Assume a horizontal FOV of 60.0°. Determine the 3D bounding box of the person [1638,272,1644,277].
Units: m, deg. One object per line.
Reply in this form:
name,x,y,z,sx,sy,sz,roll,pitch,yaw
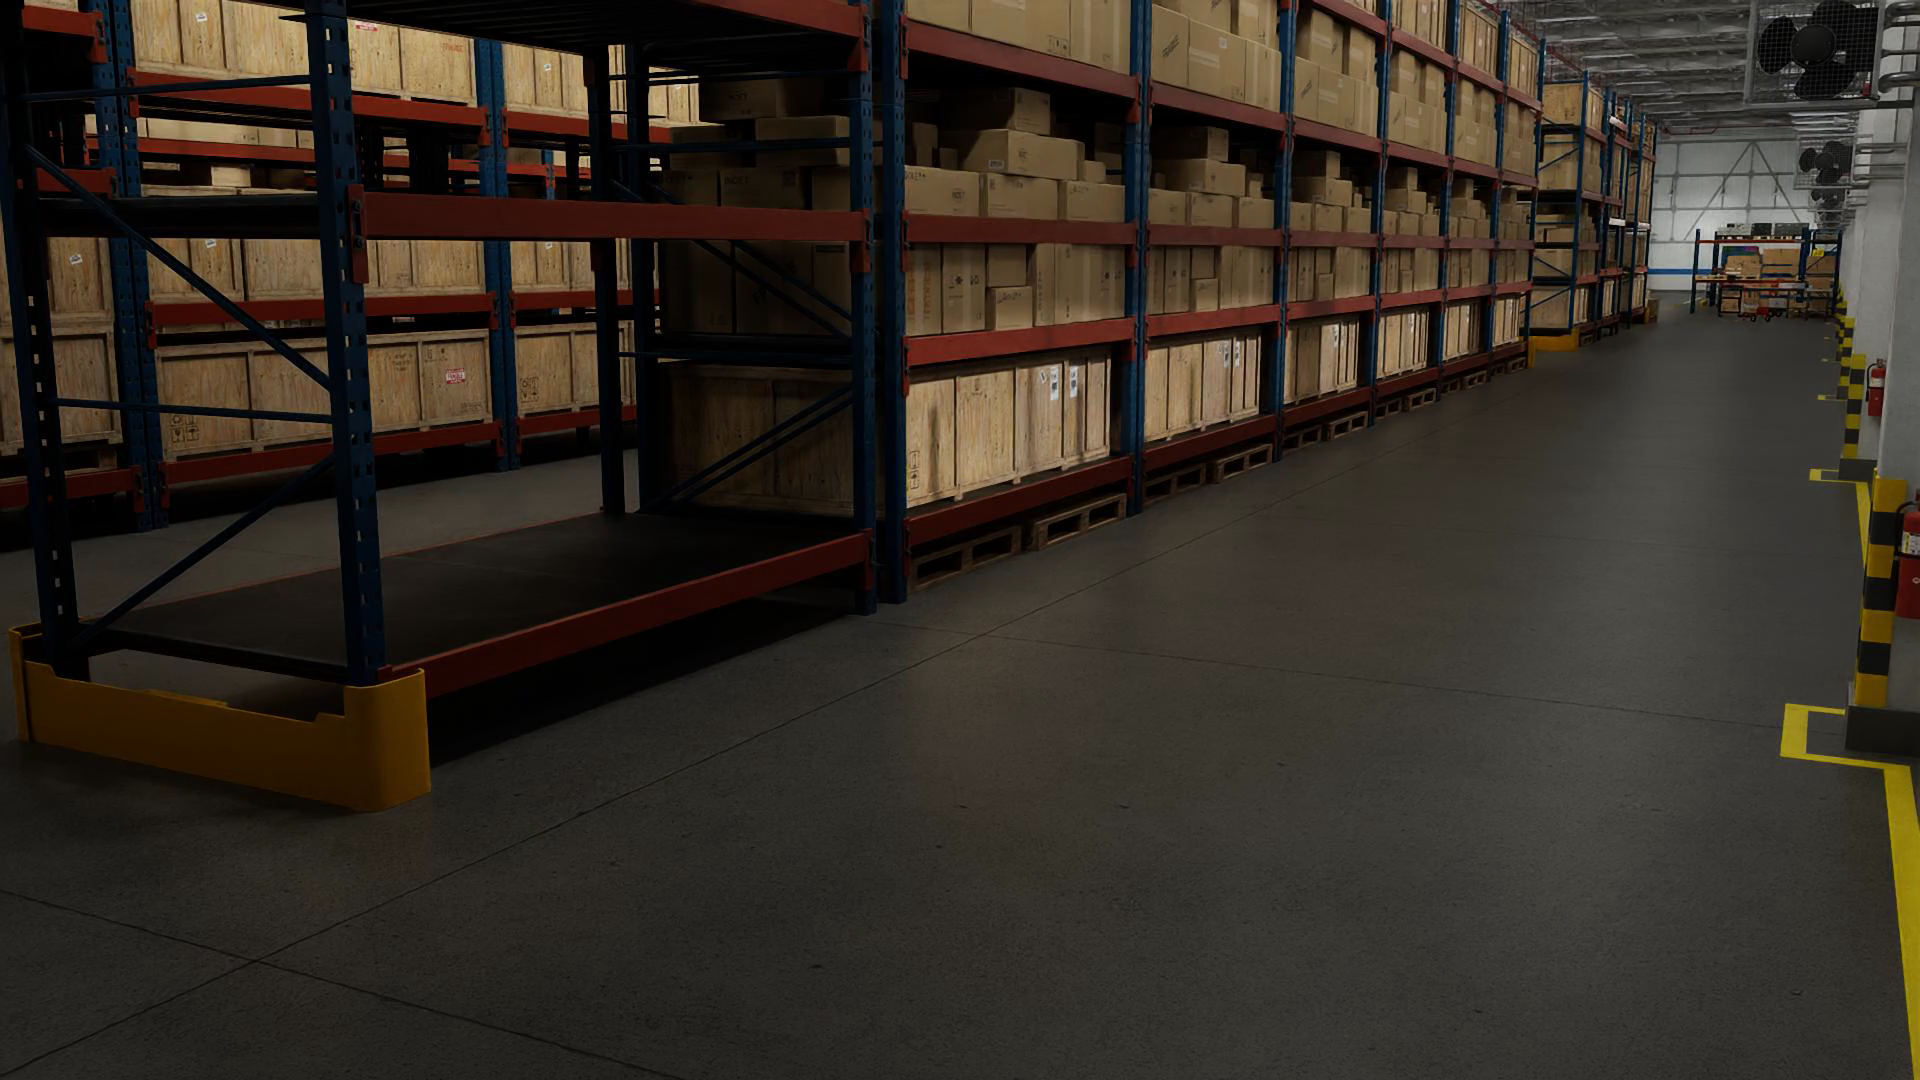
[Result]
person,36.363,-13.973,88.859,0.508,1.629,0.318,2,10,11
